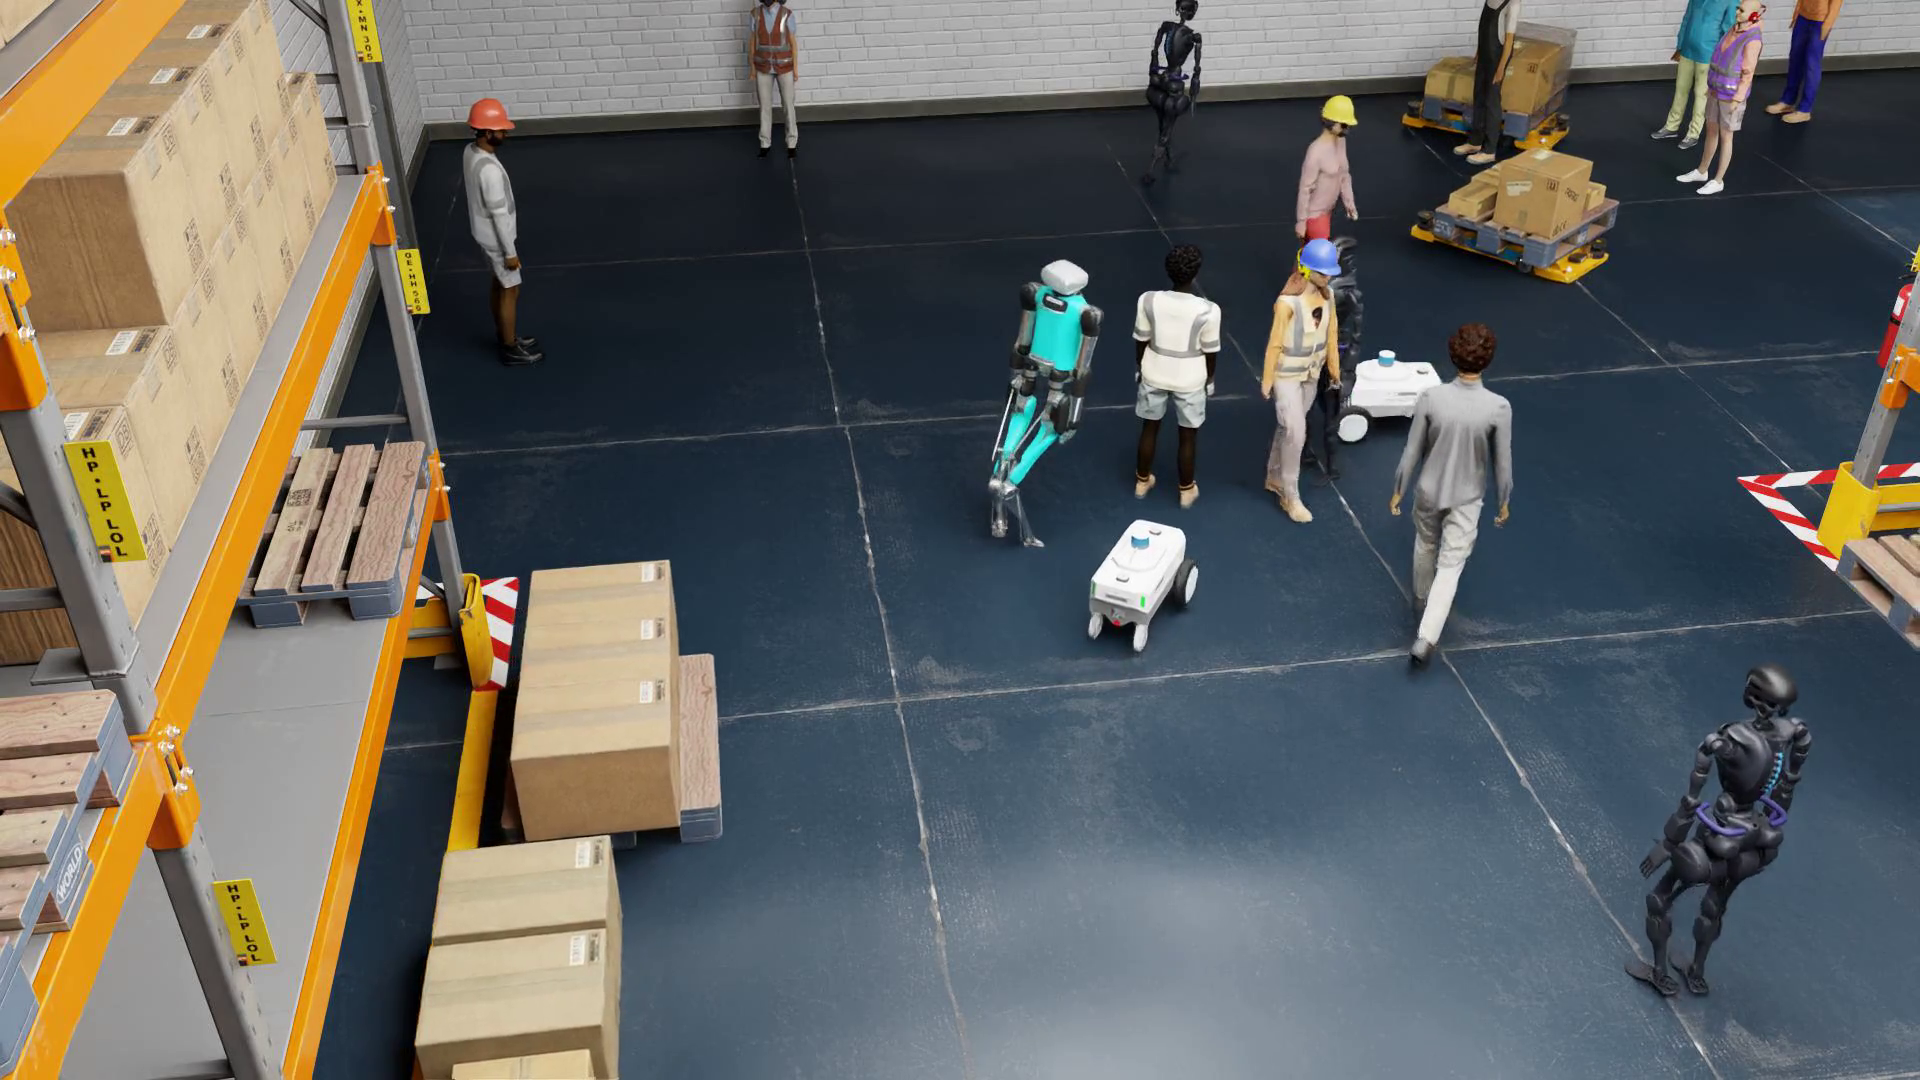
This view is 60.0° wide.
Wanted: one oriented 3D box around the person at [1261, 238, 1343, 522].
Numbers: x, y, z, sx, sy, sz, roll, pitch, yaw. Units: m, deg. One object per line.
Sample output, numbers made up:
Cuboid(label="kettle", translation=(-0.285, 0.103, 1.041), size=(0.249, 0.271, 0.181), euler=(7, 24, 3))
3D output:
Cuboid(label="person", translation=(2.102, -0.944, 9.924), size=(0.486, 1.754, 0.633), euler=(-21, 39, -29))

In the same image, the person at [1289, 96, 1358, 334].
Cuboid(label="person", translation=(2.733, -2.360, 12.113), size=(0.689, 1.747, 0.530), euler=(19, 38, 26))

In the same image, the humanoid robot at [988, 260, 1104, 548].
Cuboid(label="humanoid robot", translation=(0.400, -0.697, 9.574), size=(0.590, 1.767, 0.719), euler=(23, 40, 31))

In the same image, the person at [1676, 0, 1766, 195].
Cuboid(label="person", translation=(6.676, -3.868, 14.474), size=(0.350, 1.694, 0.481), euler=(-5, 33, -8))

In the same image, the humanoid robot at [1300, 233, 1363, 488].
Cuboid(label="humanoid robot", translation=(2.268, -1.108, 10.260), size=(0.313, 1.655, 0.603), euler=(-15, 36, -22))

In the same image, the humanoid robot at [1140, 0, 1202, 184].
Cuboid(label="humanoid robot", translation=(1.888, -3.998, 14.712), size=(0.690, 1.628, 0.607), euler=(-26, 41, -34))

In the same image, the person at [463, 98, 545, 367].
Cuboid(label="person", translation=(-3.197, -2.131, 11.608), size=(0.387, 1.925, 0.547), euler=(-16, 36, -23))

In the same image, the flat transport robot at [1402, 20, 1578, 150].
Cuboid(label="flat transport robot", translation=(5.083, -4.053, 16.063), size=(1.431, 0.231, 0.659), euler=(21, 39, 29))

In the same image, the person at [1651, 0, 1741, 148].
Cuboid(label="person", translation=(6.869, -4.543, 15.455), size=(0.323, 1.751, 0.560), euler=(-15, 36, -22))

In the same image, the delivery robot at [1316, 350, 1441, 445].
Cuboid(label="delivery robot", translation=(2.787, -0.971, 11.085), size=(0.798, 0.601, 0.499), euler=(-1, 33, -2))

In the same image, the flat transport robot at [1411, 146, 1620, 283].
Cuboid(label="flat transport robot", translation=(4.501, -2.468, 13.634), size=(1.431, 0.231, 0.659), euler=(28, 42, 36))

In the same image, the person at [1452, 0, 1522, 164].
Cuboid(label="person", translation=(4.820, -4.345, 15.082), size=(0.343, 1.839, 0.499), euler=(-6, 34, -9))

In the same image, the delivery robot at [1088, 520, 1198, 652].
Cuboid(label="delivery robot", translation=(0.998, 0.205, 9.278), size=(0.499, 0.597, 0.790), euler=(15, 36, 21))

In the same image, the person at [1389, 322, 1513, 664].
Cuboid(label="person", translation=(2.578, -0.238, 8.771), size=(0.599, 1.860, 0.886), euler=(14, 36, 21))

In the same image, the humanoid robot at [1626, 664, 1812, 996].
Cuboid(label="humanoid robot", translation=(3.087, 1.199, 6.722), size=(0.616, 1.651, 0.306), euler=(-10, 34, -14))

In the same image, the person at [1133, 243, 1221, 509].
Cuboid(label="person", translation=(1.293, -0.982, 10.057), size=(0.535, 1.692, 0.319), euler=(14, 36, 20))

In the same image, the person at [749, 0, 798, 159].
Cuboid(label="person", translation=(-1.686, -4.307, 15.149), size=(0.438, 1.688, 0.305), euler=(3, 33, 5))

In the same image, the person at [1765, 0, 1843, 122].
Cuboid(label="person", translation=(8.235, -5.050, 16.040), size=(0.401, 1.973, 0.517), euler=(-8, 34, -13))
